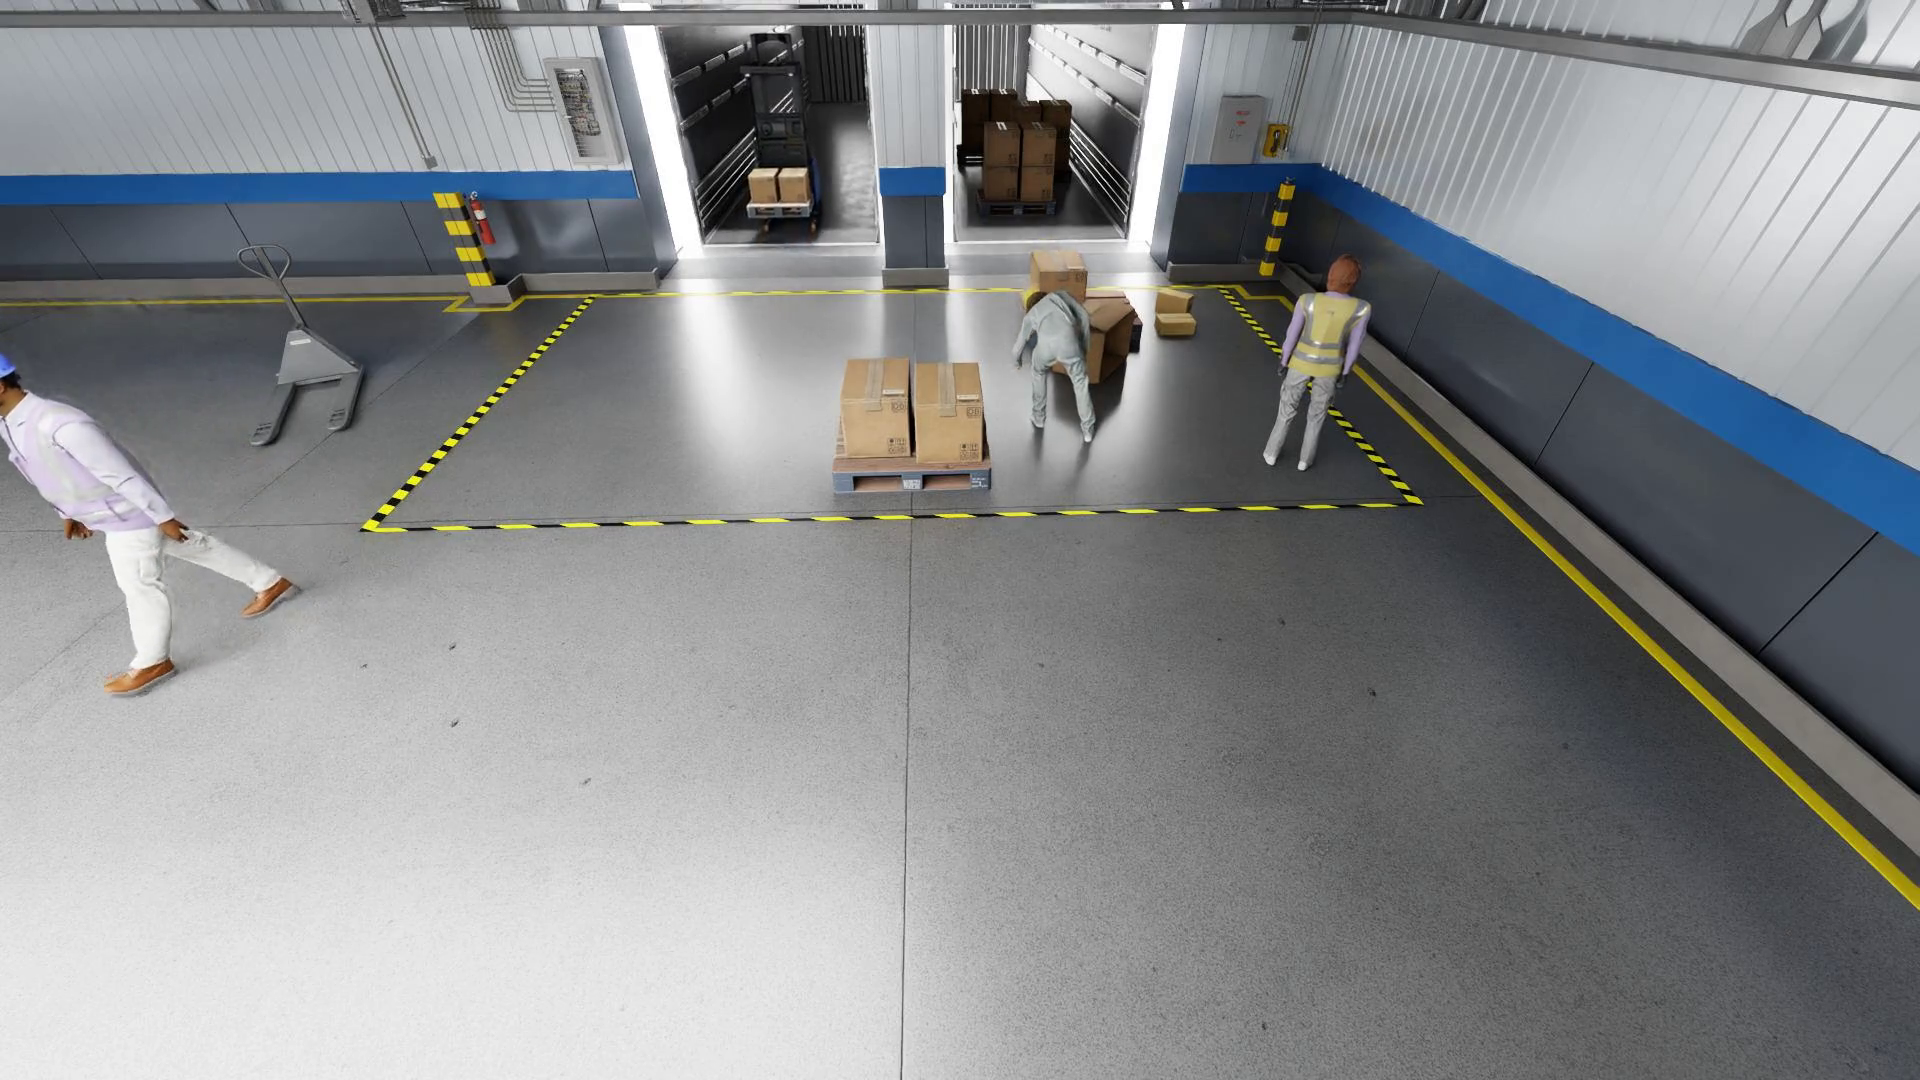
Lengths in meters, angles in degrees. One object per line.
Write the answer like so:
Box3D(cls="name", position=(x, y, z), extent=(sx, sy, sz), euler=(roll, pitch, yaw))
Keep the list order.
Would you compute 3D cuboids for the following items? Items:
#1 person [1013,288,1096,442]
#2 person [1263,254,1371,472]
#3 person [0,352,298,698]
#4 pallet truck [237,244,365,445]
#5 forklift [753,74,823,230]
Box3D(cls="person", position=(0.813, -1.510, 6.189), extent=(0.873, 1.123, 0.755), euler=(14, 41, 17))
Box3D(cls="person", position=(2.629, -1.264, 5.450), extent=(0.514, 1.639, 0.313), euler=(16, 41, 19))
Box3D(cls="person", position=(-4.489, -0.125, 3.810), extent=(0.631, 1.885, 1.007), euler=(16, 41, 19))
Box3D(cls="pallet truck", position=(-5.915, -1.733, 6.366), extent=(0.680, 1.201, 1.601), euler=(-18, 42, -21))
Box3D(cls="forklift", position=(-2.571, -5.925, 11.005), extent=(0.716, 2.013, 0.776), euler=(-2, 39, -2))
